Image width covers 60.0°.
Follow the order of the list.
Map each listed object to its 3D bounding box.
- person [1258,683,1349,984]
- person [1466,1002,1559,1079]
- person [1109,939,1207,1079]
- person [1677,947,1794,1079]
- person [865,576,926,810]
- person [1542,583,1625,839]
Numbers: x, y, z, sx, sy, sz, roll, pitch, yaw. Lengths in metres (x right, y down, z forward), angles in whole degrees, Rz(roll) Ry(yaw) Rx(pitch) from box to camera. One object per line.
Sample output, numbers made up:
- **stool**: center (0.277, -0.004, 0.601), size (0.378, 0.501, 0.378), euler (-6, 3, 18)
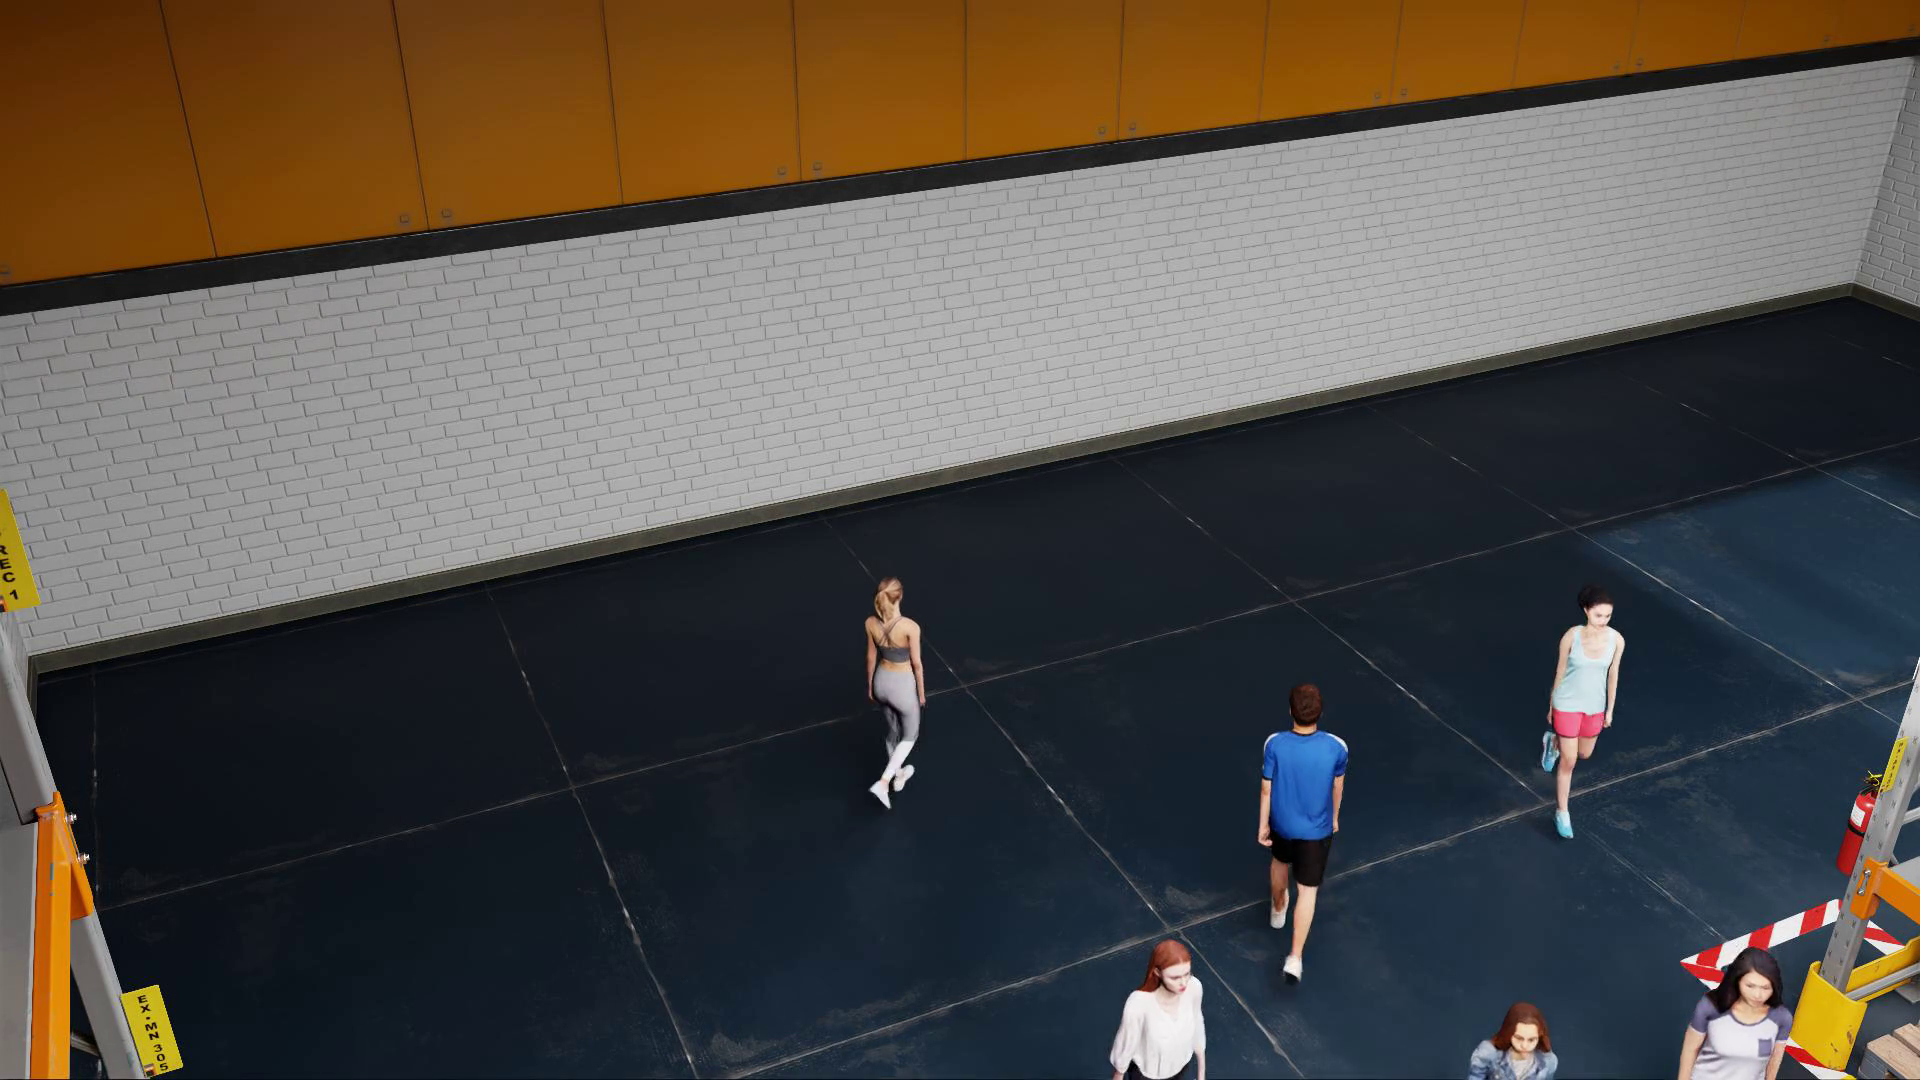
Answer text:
- **person**: center (1.974, 1.699, 9.639), size (1.132, 1.837, 1.261), euler (7, 29, 12)
- **person**: center (2.642, 2.758, 8.111), size (0.950, 1.440, 1.083), euler (4, 29, 7)
- **person**: center (0.908, 2.599, 8.120), size (0.733, 1.711, 1.169), euler (-17, 33, -29)
- **person**: center (3.725, 2.615, 8.108), size (0.730, 1.695, 0.777), euler (6, 29, 12)
- **person**: center (-0.459, 1.046, 10.992), size (0.916, 1.688, 0.935), euler (13, 31, 22)
- **person**: center (4.021, 1.058, 10.912), size (0.869, 1.743, 1.093), euler (1, 29, 2)
